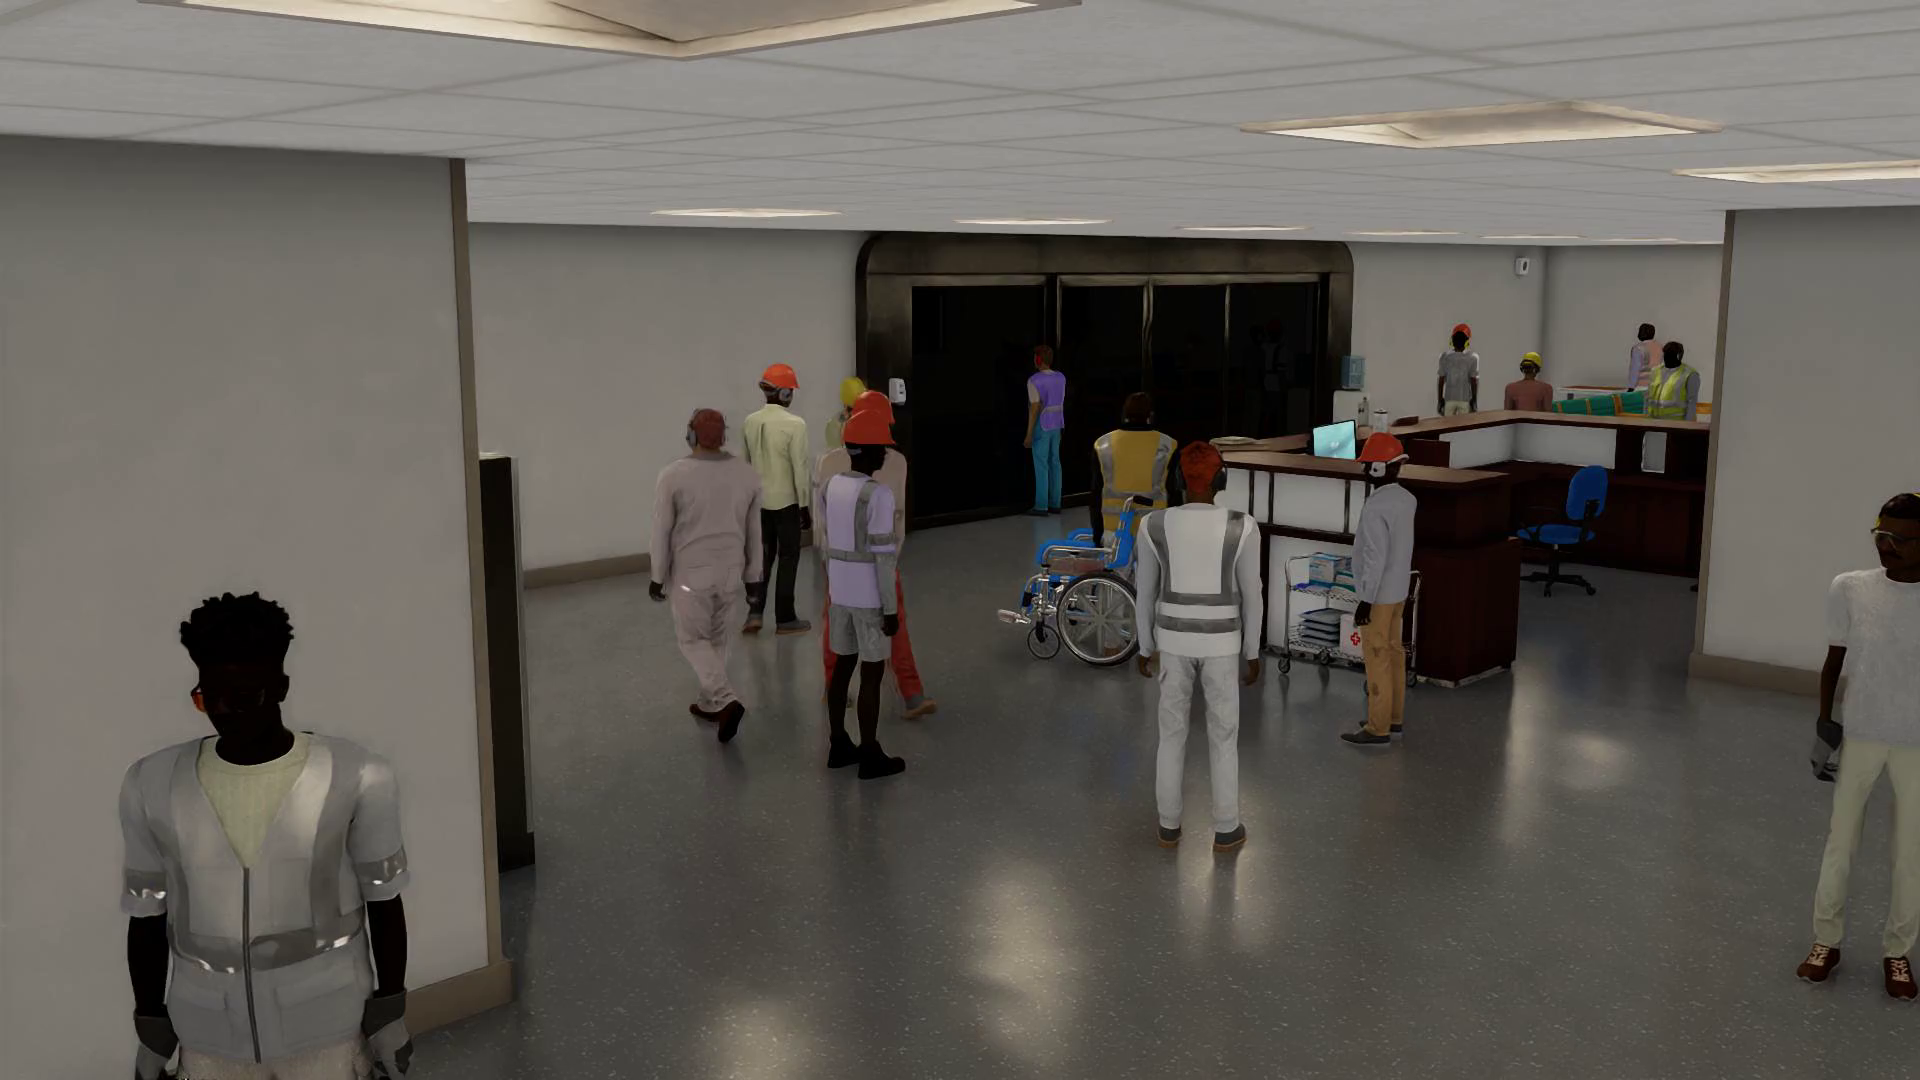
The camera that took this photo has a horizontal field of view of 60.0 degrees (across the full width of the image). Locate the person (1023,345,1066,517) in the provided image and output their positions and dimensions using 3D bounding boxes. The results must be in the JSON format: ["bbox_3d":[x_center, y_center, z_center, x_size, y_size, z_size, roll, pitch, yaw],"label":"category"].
[{"bbox_3d":[0.919,-1.171,17.887,0.390,1.847,0.563,8,12,41],"label":"person"}]

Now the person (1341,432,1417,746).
[{"bbox_3d":[2.339,0.272,9.316,0.335,1.749,0.575,6,11,33],"label":"person"}]

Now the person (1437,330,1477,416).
[{"bbox_3d":[6.457,-1.786,21.585,0.507,1.872,0.329,4,10,22],"label":"person"}]

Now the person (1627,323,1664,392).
[{"bbox_3d":[10.269,-2.332,25.011,0.626,1.847,0.429,-6,11,-31],"label":"person"}]

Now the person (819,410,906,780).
[{"bbox_3d":[-0.500,0.283,8.727,0.380,1.931,0.545,-8,12,-40],"label":"person"}]

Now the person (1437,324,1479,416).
[{"bbox_3d":[6.542,-1.862,21.839,0.545,1.939,0.374,7,11,36],"label":"person"}]

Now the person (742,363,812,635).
[{"bbox_3d":[-1.362,-0.281,12.034,0.646,1.980,0.543,8,12,40],"label":"person"}]

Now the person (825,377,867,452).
[{"bbox_3d":[-0.807,-0.474,13.820,0.413,1.781,0.759,7,11,35],"label":"person"}]

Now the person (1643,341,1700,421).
[{"bbox_3d":[8.043,-1.337,18.915,0.429,1.846,0.627,-7,11,-35],"label":"person"}]

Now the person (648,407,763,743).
[{"bbox_3d":[-1.416,0.188,9.476,0.649,1.880,0.844,-7,12,-38],"label":"person"}]

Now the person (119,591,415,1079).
[{"bbox_3d":[-1.549,1.074,3.747,0.610,1.964,0.365,-2,9,-10],"label":"person"}]

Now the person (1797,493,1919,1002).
[{"bbox_3d":[3.399,0.746,6.075,0.513,1.866,0.331,6,11,32],"label":"person"}]

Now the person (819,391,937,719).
[{"bbox_3d":[-0.538,0.099,9.803,0.638,1.938,1.025,-5,11,-30],"label":"person"}]

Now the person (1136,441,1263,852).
[{"bbox_3d":[1.090,0.487,7.589,0.574,1.887,0.355,3,10,16],"label":"person"}]

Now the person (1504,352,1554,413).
[{"bbox_3d":[6.176,-1.160,18.095,0.523,1.760,0.327,5,11,28],"label":"person"}]

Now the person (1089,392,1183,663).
[{"bbox_3d":[1.187,-0.080,11.255,0.633,1.836,0.429,2,10,14],"label":"person"}]
